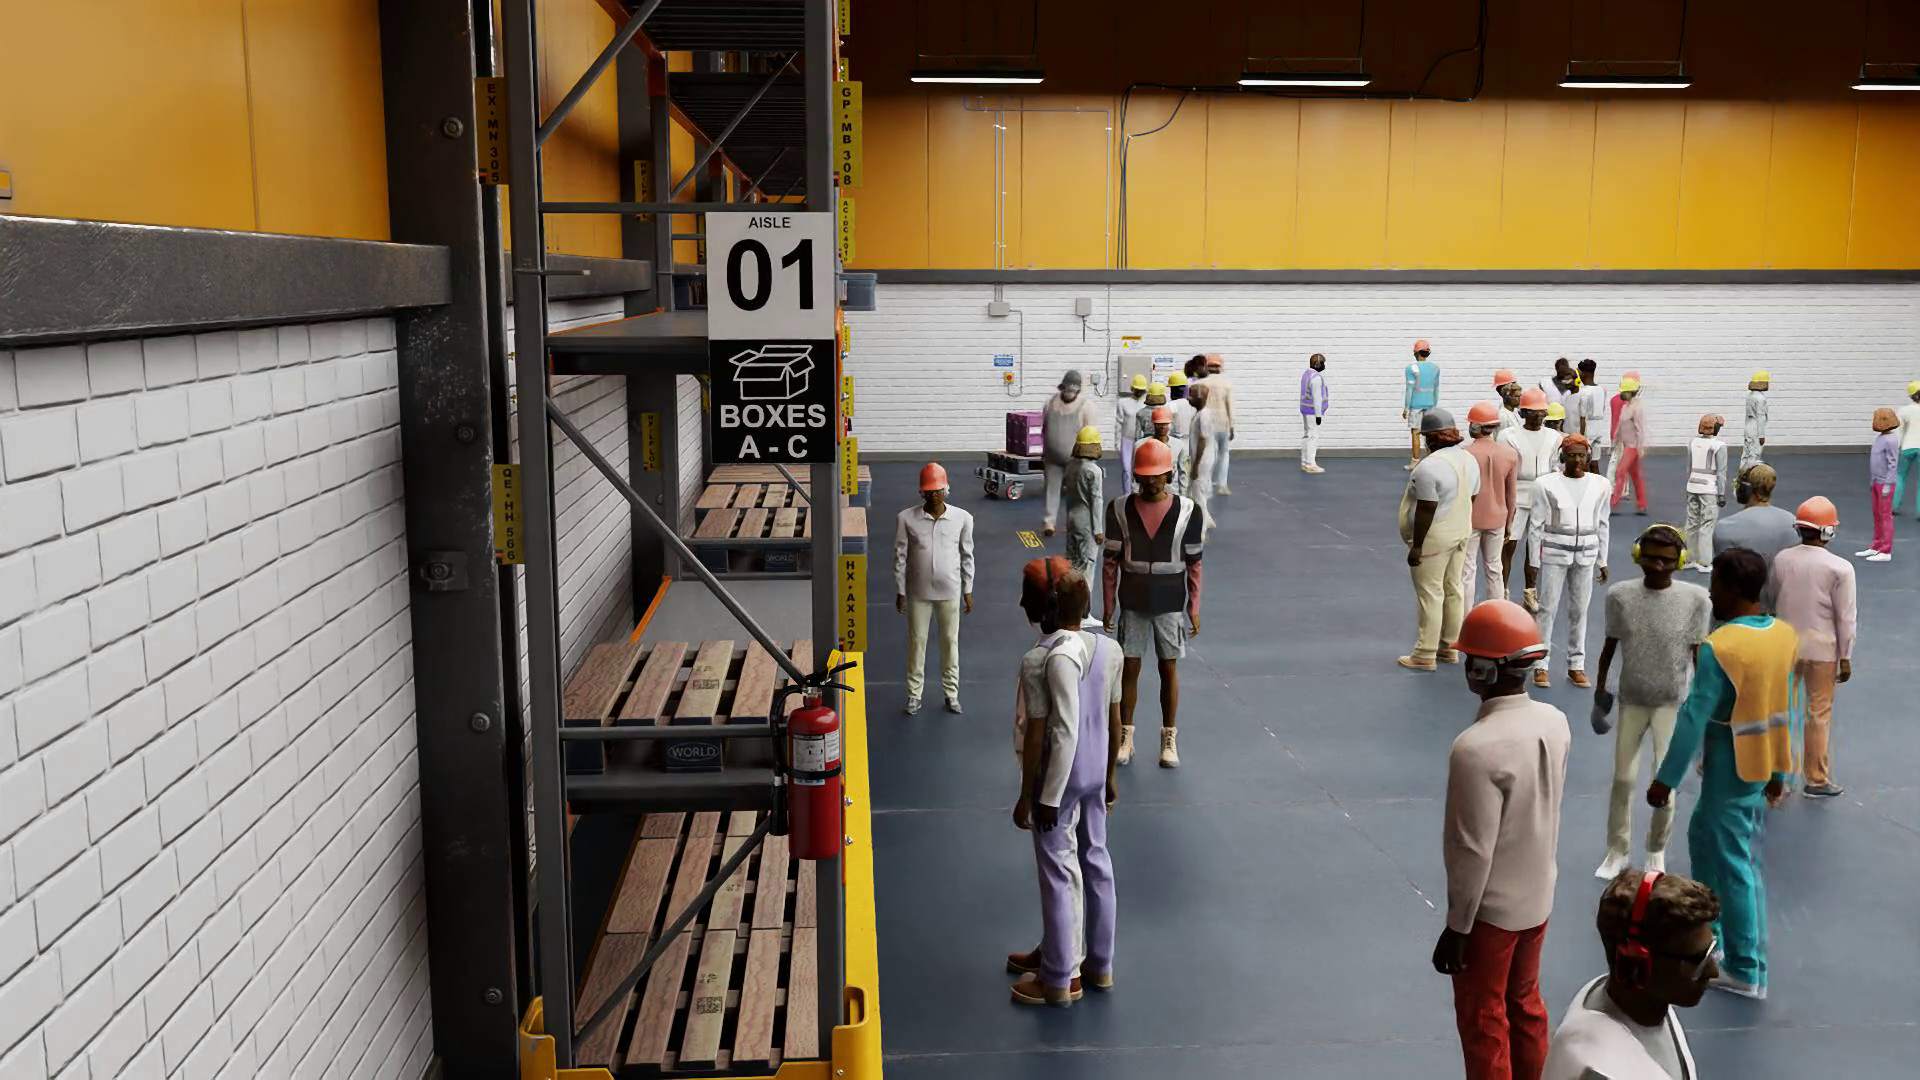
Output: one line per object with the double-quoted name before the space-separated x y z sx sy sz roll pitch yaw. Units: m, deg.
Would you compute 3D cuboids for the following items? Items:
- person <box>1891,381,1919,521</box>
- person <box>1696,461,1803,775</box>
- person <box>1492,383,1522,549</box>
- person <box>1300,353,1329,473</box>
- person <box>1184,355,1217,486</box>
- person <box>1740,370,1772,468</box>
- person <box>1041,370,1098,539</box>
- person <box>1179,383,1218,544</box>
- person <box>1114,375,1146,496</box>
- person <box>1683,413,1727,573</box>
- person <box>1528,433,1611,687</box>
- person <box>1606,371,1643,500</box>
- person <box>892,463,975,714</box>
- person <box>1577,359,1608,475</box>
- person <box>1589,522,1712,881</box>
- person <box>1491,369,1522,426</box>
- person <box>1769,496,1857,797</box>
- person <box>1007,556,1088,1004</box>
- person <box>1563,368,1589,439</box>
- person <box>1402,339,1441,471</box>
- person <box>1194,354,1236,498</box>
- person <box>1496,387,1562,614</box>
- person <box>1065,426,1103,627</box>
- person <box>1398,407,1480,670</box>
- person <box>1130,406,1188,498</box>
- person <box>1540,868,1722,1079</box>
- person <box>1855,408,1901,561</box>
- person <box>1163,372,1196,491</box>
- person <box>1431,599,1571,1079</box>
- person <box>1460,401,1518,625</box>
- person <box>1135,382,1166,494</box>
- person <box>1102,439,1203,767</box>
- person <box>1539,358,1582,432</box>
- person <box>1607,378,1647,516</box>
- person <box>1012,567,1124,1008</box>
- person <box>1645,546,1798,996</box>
"person" 11.919 -1.110 20.726 0.616 1.714 0.669 7 12 39
"person" 4.715 0.491 9.945 0.636 1.939 0.354 -3 10 -20
"person" 6.079 -0.823 18.492 0.333 1.844 0.515 4 10 25
"person" 5.461 -1.955 25.650 0.429 1.835 0.629 0 9 -2
"person" 3.447 -1.676 23.733 0.642 1.891 0.832 0 9 -3
"person" 10.890 -1.447 22.734 0.297 1.744 0.487 1 9 4
"person" 1.213 -1.034 19.208 0.749 2.000 1.004 4 10 24
"person" 2.666 -0.854 18.728 0.397 1.834 0.519 0 9 0
"person" 2.295 -1.274 21.646 0.541 1.733 0.732 0 9 1
"person" 7.605 -0.475 16.986 0.312 1.634 0.514 -3 10 -18
"person" 4.481 0.153 12.245 0.587 1.882 0.342 0 9 2
"person" 9.024 -1.407 22.500 0.353 1.741 0.559 -2 9 -15
"person" -0.181 0.336 11.506 0.572 1.751 0.329 -1 9 -4
"person" 8.102 -1.359 21.498 0.601 1.960 0.373 -8 12 -40
"person" 3.395 0.821 8.196 0.572 1.840 0.499 6 11 33
"person" 6.481 -1.071 19.794 0.377 1.929 0.542 1 9 9
"person" 4.959 0.617 9.726 0.318 1.756 0.560 -6 11 -33
"person" 0.382 0.992 6.979 0.355 1.885 0.575 0 9 0
"person" 7.801 -1.258 21.202 0.333 1.862 0.495 -2 9 -10
"person" 7.123 -2.081 25.776 0.610 2.043 0.397 -3 10 -20
"person" 3.481 -1.565 22.798 0.627 1.955 0.745 3 10 19
"person" 5.071 -0.340 14.838 0.605 2.045 0.378 -1 9 -7
"person" 1.089 -0.118 14.426 0.345 1.738 0.485 -5 10 -29
"person" 3.655 -0.025 12.874 0.681 2.000 0.538 -8 12 -41
"person" 1.959 -0.442 16.373 0.570 1.755 0.320 1 9 4
"person" 1.344 1.567 3.489 0.376 1.843 0.569 5 10 29
"person" 9.807 -0.590 17.702 0.285 1.631 0.501 2 9 12
"person" 2.534 -0.995 19.366 0.589 1.919 0.399 -7 12 -38
"person" 1.746 1.178 5.461 0.623 1.992 0.396 -9 12 -43
"person" 4.311 -0.151 13.801 0.615 1.997 0.373 -2 9 -10
"person" 2.368 -1.046 20.219 0.492 1.742 0.319 5 11 31
"person" 1.177 0.394 10.239 0.615 2.039 0.391 2 9 11
"person" 8.451 -1.626 23.507 0.606 1.876 0.694 1 9 7
"person" 8.330 -1.158 20.927 0.788 1.734 0.522 1 9 7
"person" 0.451 1.018 6.935 0.514 1.844 0.327 -6 11 -34
"person" 3.189 0.964 7.100 0.599 1.900 0.652 -7 12 -38
